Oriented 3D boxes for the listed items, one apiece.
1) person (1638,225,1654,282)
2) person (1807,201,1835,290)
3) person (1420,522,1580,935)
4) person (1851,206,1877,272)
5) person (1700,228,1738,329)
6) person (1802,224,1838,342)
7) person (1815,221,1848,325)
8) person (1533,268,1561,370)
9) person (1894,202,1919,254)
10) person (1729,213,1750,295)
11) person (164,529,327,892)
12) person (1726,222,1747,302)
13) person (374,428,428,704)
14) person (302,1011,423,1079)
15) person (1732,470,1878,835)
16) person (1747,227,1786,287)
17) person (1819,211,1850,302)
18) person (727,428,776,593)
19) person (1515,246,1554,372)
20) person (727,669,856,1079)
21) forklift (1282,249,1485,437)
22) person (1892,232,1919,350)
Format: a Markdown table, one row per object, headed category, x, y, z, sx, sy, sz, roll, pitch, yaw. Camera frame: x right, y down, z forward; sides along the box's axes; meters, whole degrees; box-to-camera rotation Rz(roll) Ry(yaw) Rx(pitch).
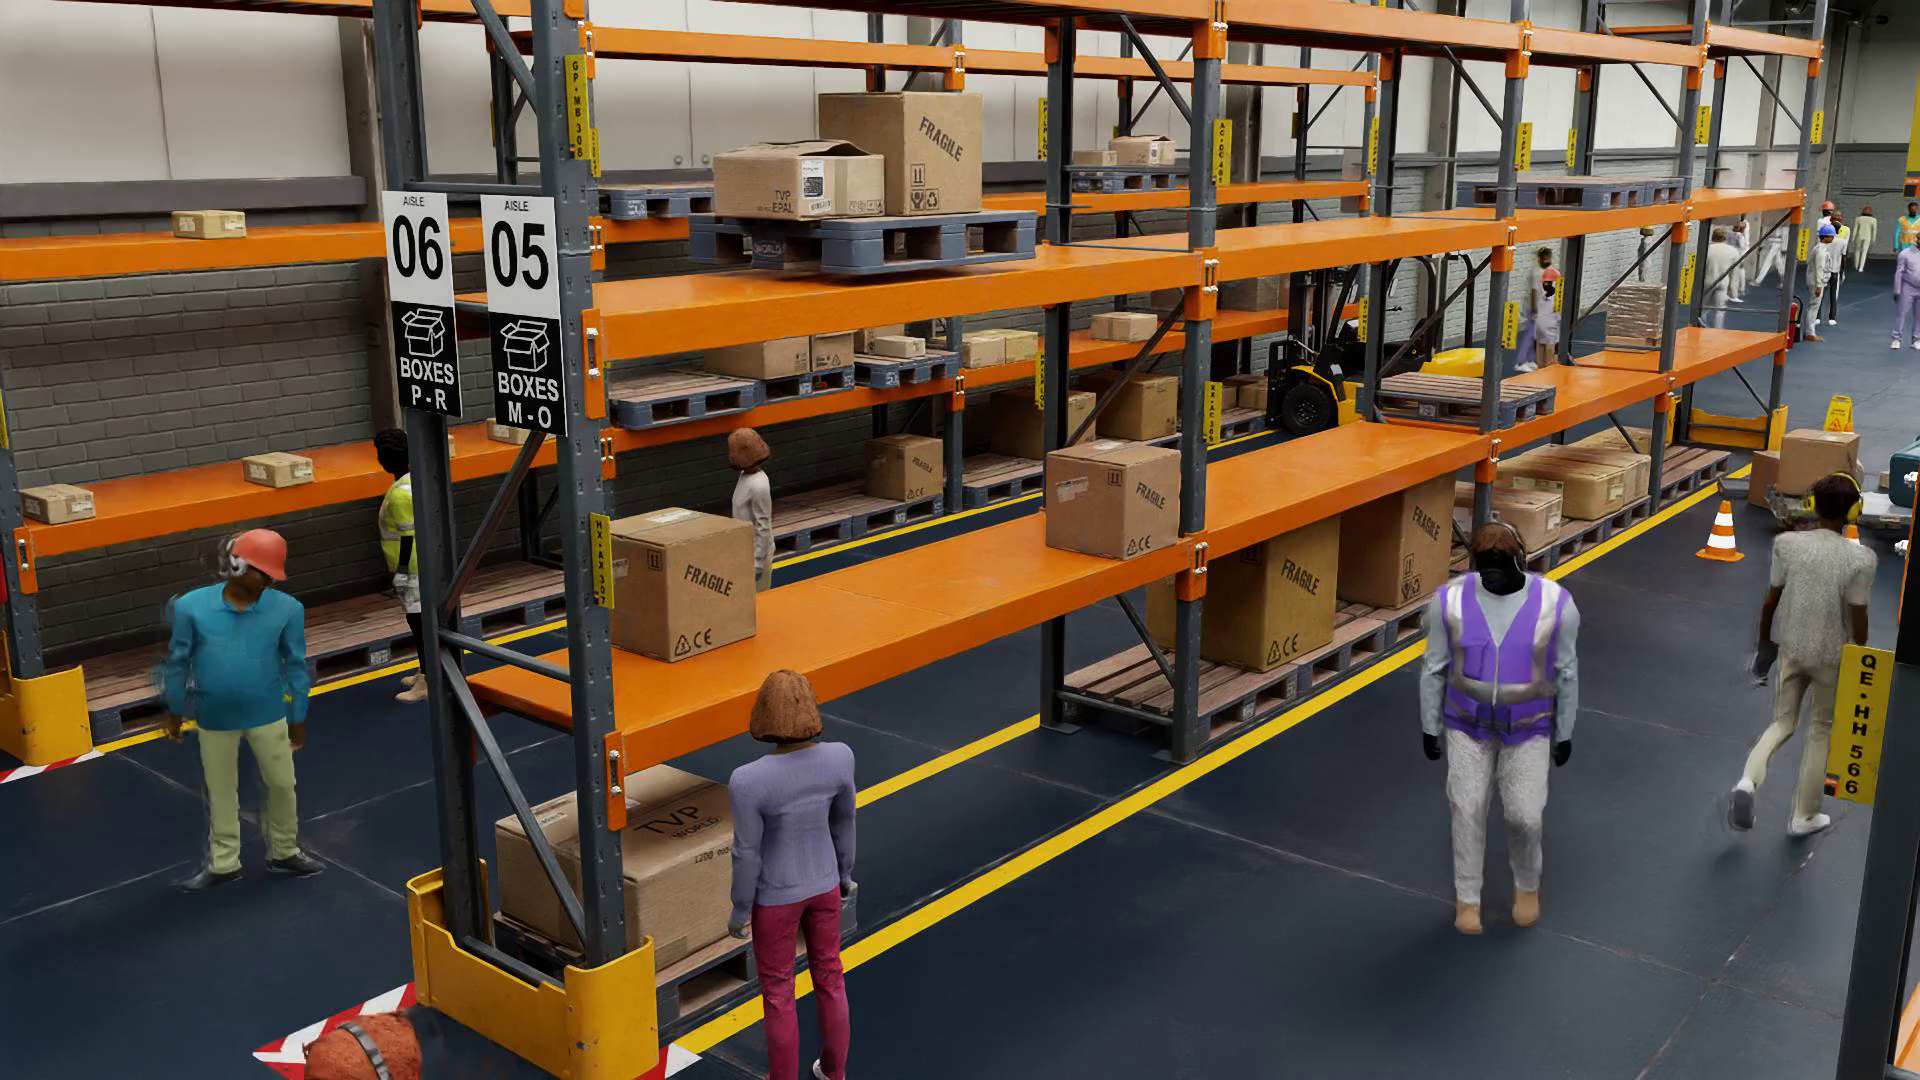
| category | x | y | z | sx | sy | sz | roll | pitch | yaw |
| --- | --- | --- | --- | --- | --- | --- | --- | --- | --- |
| person | 13.267 | -5.312 | 32.310 | 0.295 | 1.744 | 0.484 | 7 | 15 | 26 |
| person | 19.033 | -6.478 | 36.651 | 0.545 | 1.942 | 0.349 | -5 | 15 | -20 |
| person | 2.328 | 0.810 | 7.223 | 0.647 | 1.822 | 0.437 | 6 | 15 | 24 |
| person | 22.679 | -7.552 | 41.711 | 0.528 | 1.608 | 0.695 | 9 | 17 | 33 |
| person | 12.454 | -4.200 | 27.484 | 0.640 | 1.881 | 1.020 | 3 | 14 | 11 |
| person | 14.257 | -4.255 | 27.614 | 0.409 | 1.944 | 0.613 | 6 | 15 | 24 |
| person | 15.726 | -4.831 | 30.096 | 0.534 | 1.868 | 0.309 | 6 | 15 | 24 |
| person | 7.459 | -2.569 | 21.131 | 0.341 | 1.747 | 0.579 | -3 | 14 | -14 |
| person | 21.265 | -6.606 | 37.263 | 0.619 | 1.896 | 0.614 | 5 | 15 | 19 |
| person | 16.674 | -6.186 | 35.591 | 0.352 | 1.887 | 0.581 | 2 | 14 | 10 |
| person | -3.306 | 0.789 | 7.560 | 0.672 | 1.704 | 0.335 | -5 | 15 | -19 |
| person | 15.932 | -5.714 | 34.162 | 0.311 | 1.640 | 0.513 | -2 | 14 | -7 |
| person | -3.362 | 0.153 | 10.166 | 0.321 | 1.692 | 0.529 | -2 | 14 | -9 |
| person | -0.997 | 1.755 | 3.339 | 0.899 | 1.853 | 0.581 | -12 | 18 | -39 |
| person | 4.113 | 0.589 | 8.078 | 0.623 | 1.850 | 0.527 | -10 | 17 | -36 |
| person | 18.297 | -6.596 | 37.380 | 1.003 | 1.834 | 0.581 | 1 | 14 | 2 |
| person | 17.834 | -5.787 | 34.035 | 0.575 | 1.841 | 0.375 | 5 | 15 | 21 |
| person | -1.313 | 0.095 | 10.520 | 0.279 | 1.633 | 0.497 | -5 | 15 | -18 |
| person | 8.304 | -3.323 | 24.026 | 0.536 | 1.829 | 0.533 | -13 | 19 | -43 |
| person | -0.585 | 1.243 | 5.846 | 0.507 | 1.633 | 0.276 | -11 | 17 | -37 |
| forklift | 4.886 | -2.214 | 18.767 | 2.313 | 2.155 | 1.214 | 11 | 18 | 38 |
| person | 15.323 | -3.982 | 26.640 | 0.668 | 1.908 | 0.533 | 3 | 14 | 12 |
